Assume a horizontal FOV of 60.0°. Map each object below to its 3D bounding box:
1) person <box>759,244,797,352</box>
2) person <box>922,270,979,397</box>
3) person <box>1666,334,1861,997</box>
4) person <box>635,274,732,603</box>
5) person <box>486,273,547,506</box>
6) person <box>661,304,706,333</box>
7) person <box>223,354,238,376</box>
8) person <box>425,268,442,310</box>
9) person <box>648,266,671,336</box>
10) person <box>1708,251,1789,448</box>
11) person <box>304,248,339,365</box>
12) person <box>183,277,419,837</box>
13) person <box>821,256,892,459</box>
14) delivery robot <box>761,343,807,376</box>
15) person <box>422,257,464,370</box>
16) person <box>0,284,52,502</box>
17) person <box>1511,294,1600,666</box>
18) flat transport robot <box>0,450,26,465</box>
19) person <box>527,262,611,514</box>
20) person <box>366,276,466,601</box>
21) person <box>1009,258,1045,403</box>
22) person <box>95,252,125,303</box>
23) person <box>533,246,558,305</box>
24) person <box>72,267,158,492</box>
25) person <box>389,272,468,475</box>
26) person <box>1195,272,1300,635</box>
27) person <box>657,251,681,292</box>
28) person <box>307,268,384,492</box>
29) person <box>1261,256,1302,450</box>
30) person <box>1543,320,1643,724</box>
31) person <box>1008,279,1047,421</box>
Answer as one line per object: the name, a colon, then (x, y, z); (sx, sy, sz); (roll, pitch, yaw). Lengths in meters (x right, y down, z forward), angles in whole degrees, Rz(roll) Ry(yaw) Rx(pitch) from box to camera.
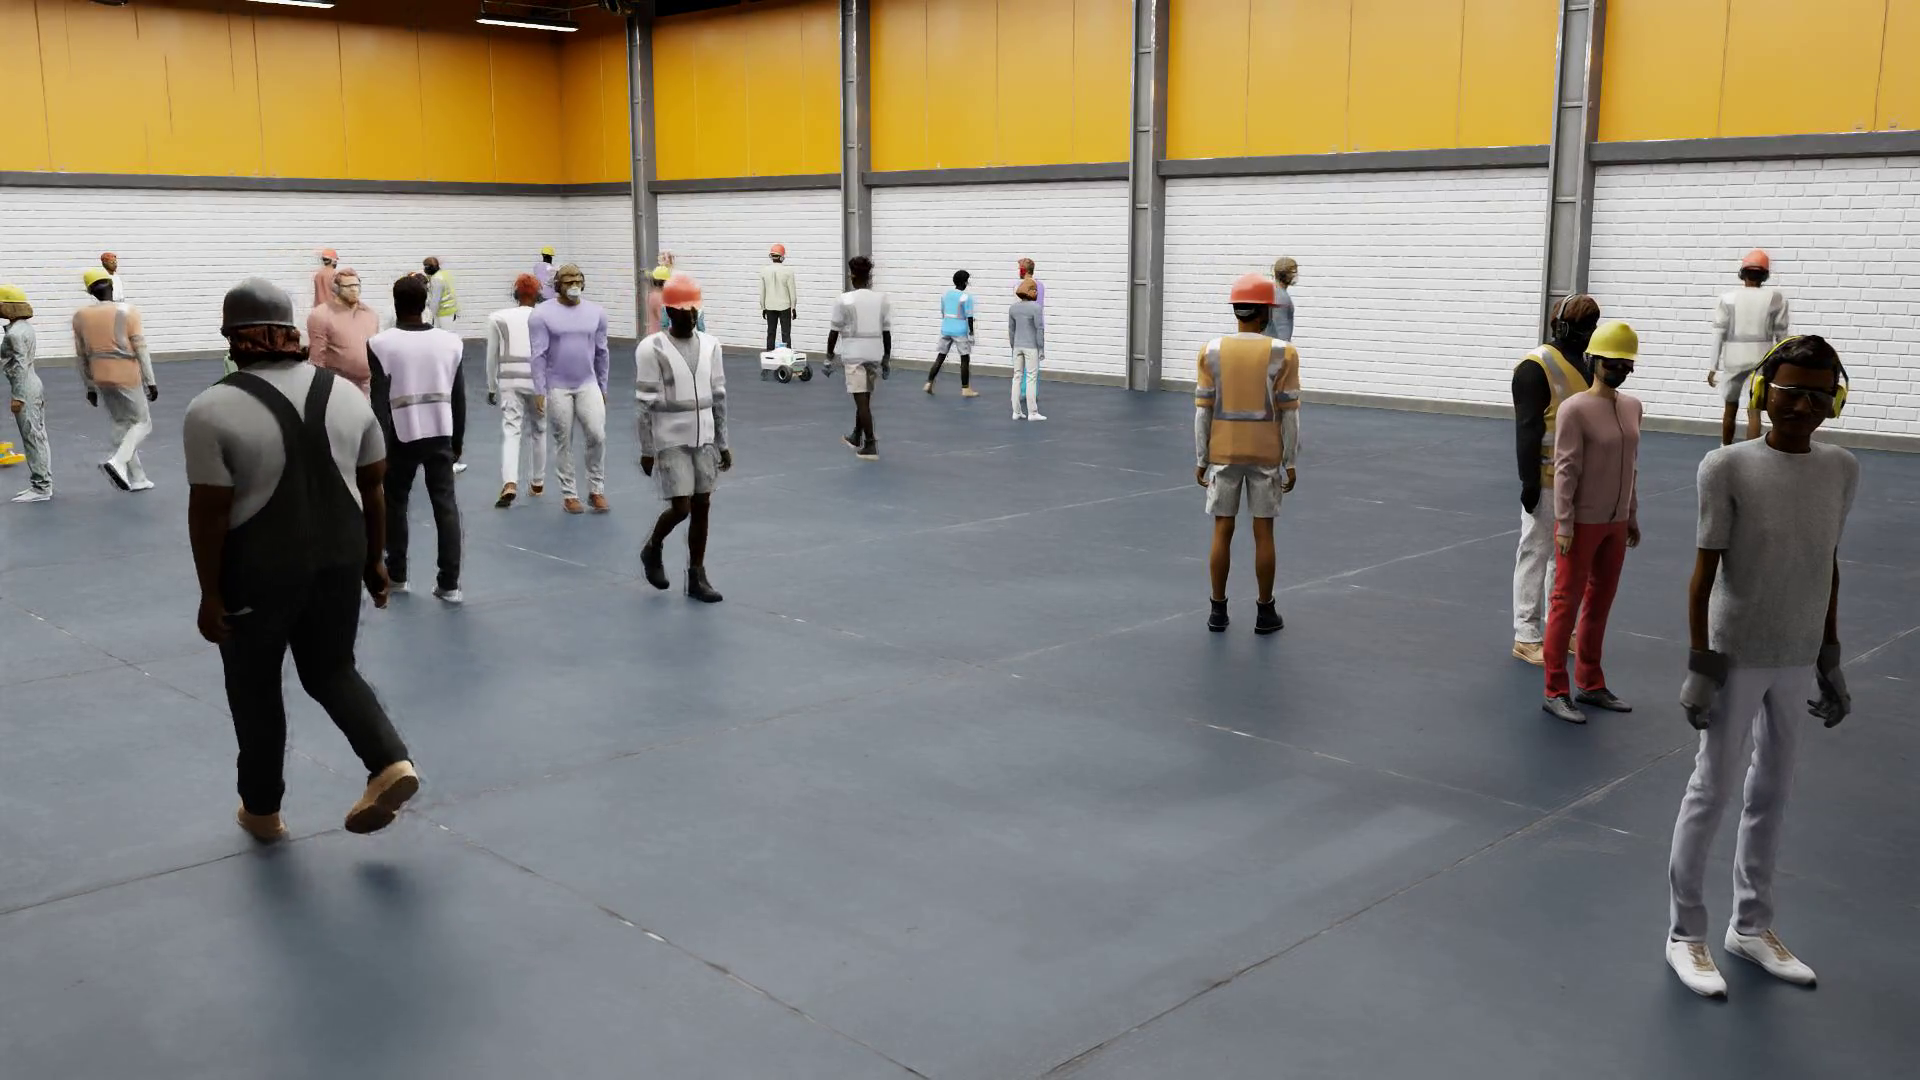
person: (-2.861, -3.670, 26.277); (0.610, 1.996, 0.378); (3, 11, 15)
person: (-0.123, -2.721, 22.002); (0.731, 1.670, 0.473); (8, 13, 37)
person: (2.285, 0.354, 4.696); (0.517, 1.865, 0.334); (-2, 11, -12)
person: (-1.621, -0.582, 9.671); (0.548, 1.920, 0.523); (-10, 14, -43)
person: (-3.482, -1.205, 13.316); (0.611, 1.844, 0.969); (-2, 11, -13)
person: (-3.161, -2.152, 19.003); (0.531, 1.619, 0.368); (-4, 11, -20)
person: (-4.689, -0.706, 11.100); (0.505, 1.635, 0.277); (3, 11, 14)
person: (-8.728, -3.736, 27.685); (0.369, 1.617, 0.498); (1, 10, 8)
person: (-3.640, -2.468, 20.364); (0.363, 1.751, 0.557); (-4, 11, -19)
person: (7.142, -1.612, 15.081); (0.631, 1.995, 0.956); (4, 11, 23)
person: (-9.776, -3.531, 25.701); (0.608, 1.949, 1.004); (8, 13, 37)
person: (-2.287, 0.066, 5.781); (0.791, 2.000, 0.722); (9, 14, 41)
person: (-1.024, -1.770, 16.099); (0.633, 1.918, 0.953); (-7, 12, -33)
delivery robot: (-2.575, -2.630, 24.282); (0.707, 0.478, 0.477); (9, 14, 40)
person: (-8.167, -3.562, 26.246); (0.617, 1.794, 0.652); (-2, 11, -13)
person: (-7.550, -1.178, 13.379); (0.300, 1.745, 0.483); (-4, 11, -20)
person: (3.032, -0.302, 8.333); (0.621, 1.845, 0.429); (-7, 12, -33)
flat transport robot: (-9.288, -0.739, 15.004); (0.652, 0.197, 1.431); (5, 11, 24)
person: (-2.945, -1.138, 12.663); (0.643, 1.919, 0.589); (-5, 12, -26)
person: (-3.234, -0.603, 9.856); (0.622, 1.882, 0.863); (-9, 14, -41)
person: (0.872, -2.680, 21.291); (0.395, 1.845, 0.592); (8, 13, 37)
person: (-12.391, -3.253, 24.311); (0.337, 1.882, 0.584); (2, 11, 10)
person: (-8.028, -4.748, 32.372); (0.585, 1.919, 0.388); (6, 12, 31)
person: (-6.979, -1.306, 13.715); (0.666, 1.874, 0.571); (1, 10, 7)
person: (-4.827, -1.459, 14.760); (1.021, 1.805, 0.534); (4, 11, 20)
person: (1.538, -0.458, 8.924); (0.552, 1.934, 0.356); (3, 11, 17)
person: (-4.500, -3.535, 25.832); (0.434, 1.889, 0.667); (-6, 12, -31)
person: (-5.078, -1.307, 13.741); (0.882, 1.878, 0.653); (9, 13, 39)
person: (3.192, -1.788, 16.191); (0.571, 1.926, 0.662); (1, 10, 7)
person: (2.817, -0.082, 7.343); (0.532, 1.767, 0.306); (-7, 12, -32)
person: (0.777, -2.197, 19.235); (0.499, 1.633, 0.279); (10, 14, 42)
